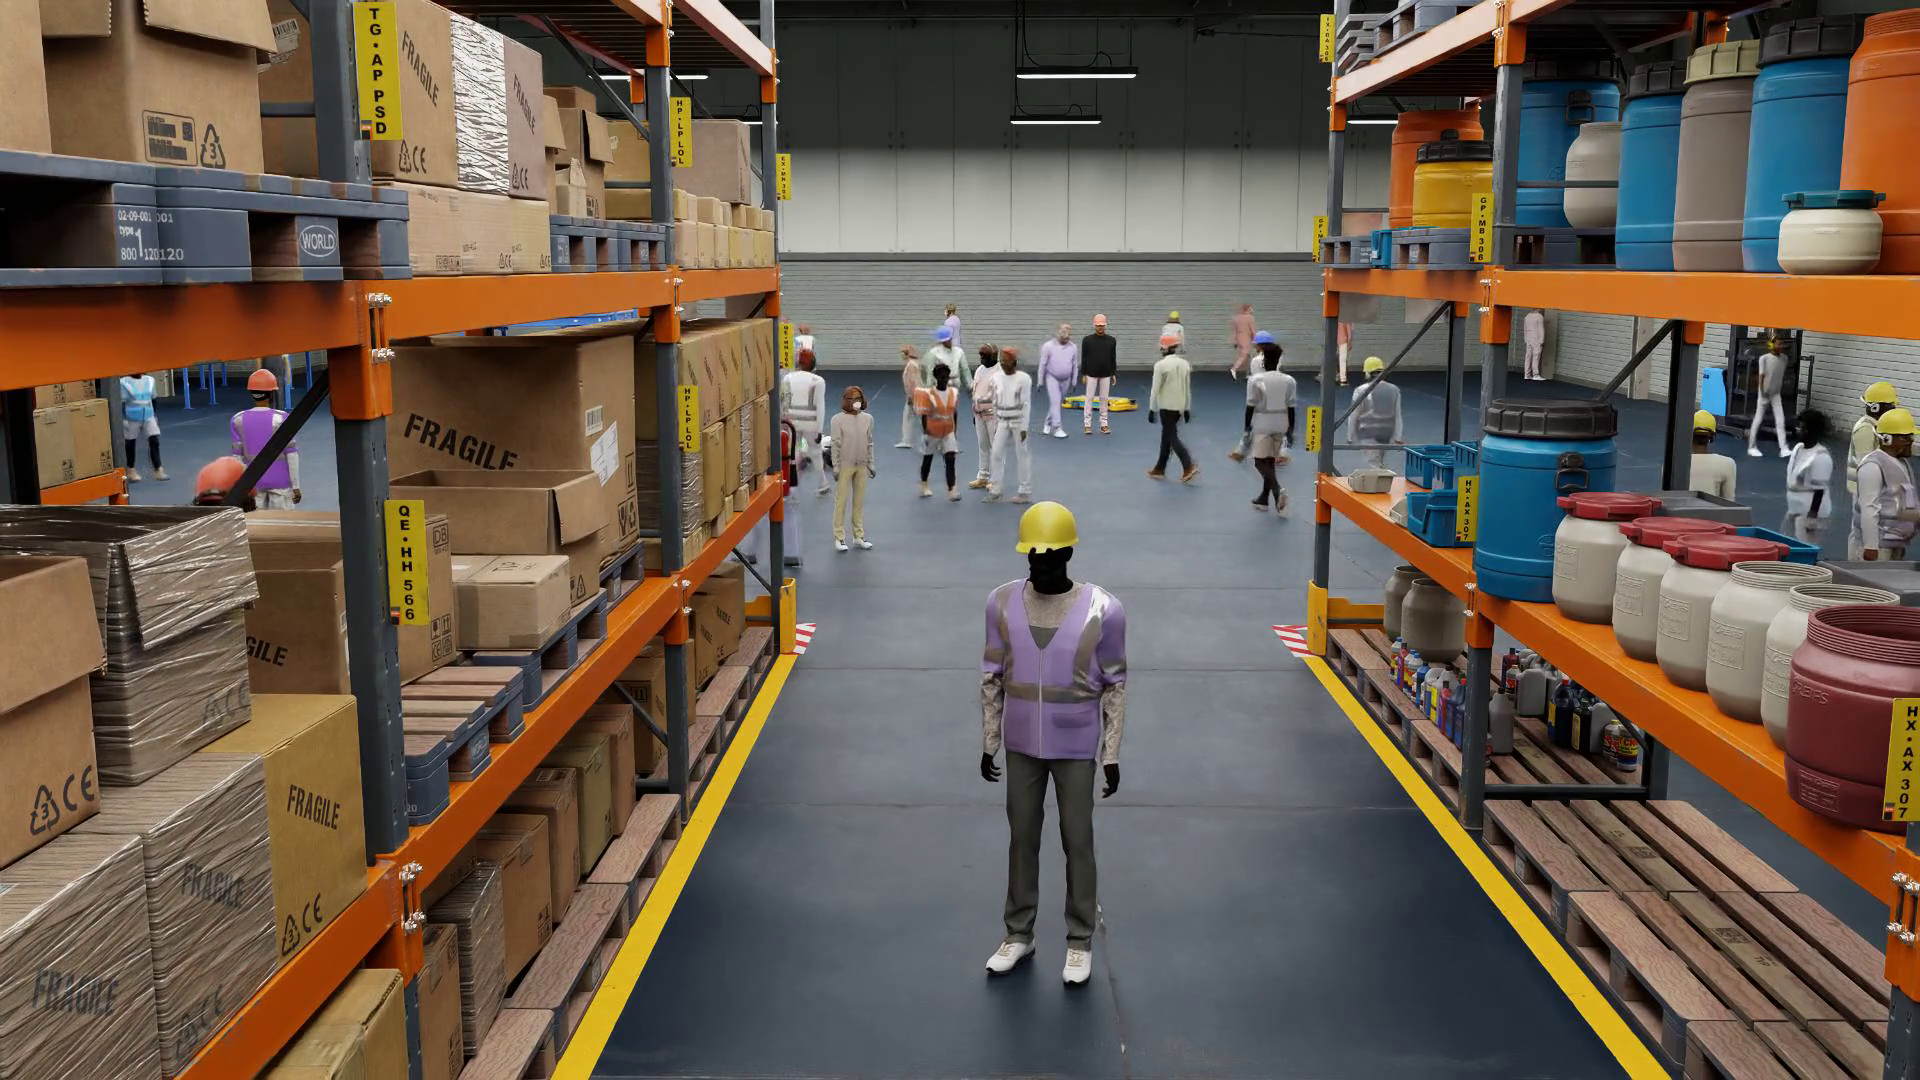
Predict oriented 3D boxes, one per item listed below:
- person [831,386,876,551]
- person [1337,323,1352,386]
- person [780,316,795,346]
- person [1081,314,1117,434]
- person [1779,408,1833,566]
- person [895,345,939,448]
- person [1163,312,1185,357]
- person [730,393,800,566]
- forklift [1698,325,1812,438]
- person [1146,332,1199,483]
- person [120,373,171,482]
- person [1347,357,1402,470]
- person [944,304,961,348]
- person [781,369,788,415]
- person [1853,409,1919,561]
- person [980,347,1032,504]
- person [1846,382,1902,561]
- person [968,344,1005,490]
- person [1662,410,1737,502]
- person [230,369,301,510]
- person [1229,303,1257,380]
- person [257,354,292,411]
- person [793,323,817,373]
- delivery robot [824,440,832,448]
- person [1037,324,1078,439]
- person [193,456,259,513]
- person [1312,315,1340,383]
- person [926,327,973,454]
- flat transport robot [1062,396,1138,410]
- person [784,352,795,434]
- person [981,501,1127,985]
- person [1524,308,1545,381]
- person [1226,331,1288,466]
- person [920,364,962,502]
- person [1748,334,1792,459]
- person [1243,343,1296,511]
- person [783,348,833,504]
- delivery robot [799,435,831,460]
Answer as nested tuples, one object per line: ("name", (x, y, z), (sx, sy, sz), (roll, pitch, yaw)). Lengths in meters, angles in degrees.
("person", (-1.063, -0.721, 16.577), (0.501, 1.633, 0.285), (-7, 12, -36))
("person", (8.830, -4.594, 38.700), (0.612, 1.995, 0.382), (6, 11, 33))
("person", (-3.985, -4.247, 37.688), (0.522, 1.637, 0.310), (-3, 10, -19))
("person", (2.324, -2.772, 27.782), (0.613, 1.995, 0.390), (-2, 10, -9))
("person", (6.898, -0.233, 13.483), (0.425, 1.681, 0.558), (1, 10, 6))
("person", (-0.621, -2.196, 25.540), (0.679, 1.605, 0.581), (-1, 10, -8))
("person", (5.027, -4.494, 38.984), (0.499, 1.689, 0.915), (5, 11, 26))
("person", (-1.845, -0.616, 15.635), (0.767, 1.737, 0.529), (4, 10, 23))
("forklift", (13.248, -3.165, 27.620), (1.129, 2.768, 1.873), (0, 9, 1))
("person", (2.801, -1.740, 21.751), (0.624, 1.960, 0.987), (-8, 12, -39))
("person", (-10.601, -1.566, 21.543), (0.788, 1.659, 0.550), (7, 12, 36))
("person", (4.747, -1.214, 19.133), (0.596, 1.772, 0.951), (-3, 10, -17))
("person", (-0.197, -4.278, 36.974), (0.372, 1.940, 0.632), (3, 10, 18))
("person", (-2.544, -1.842, 22.742), (0.533, 1.828, 0.839), (-6, 11, -31))
("person", (6.540, -0.009, 11.748), (0.598, 1.829, 0.403), (-9, 13, -42))
("person", (0.558, -1.332, 19.567), (0.598, 1.850, 0.816), (7, 12, 35))
("person", (7.860, -0.445, 14.330), (0.404, 1.833, 0.590), (6, 11, 34))
("person", (0.368, -1.557, 20.987), (0.429, 1.838, 0.621), (-8, 12, -38))
("person", (5.439, -0.075, 12.315), (0.523, 1.769, 0.315), (2, 10, 12))
("person", (-5.952, -0.496, 14.321), (0.542, 1.939, 0.362), (0, 9, -3))
("person", (6.914, -4.839, 40.538), (0.832, 1.877, 0.638), (-4, 10, -23))
("person", (-11.779, -2.825, 28.571), (0.551, 1.834, 0.484), (-4, 10, -23))
("person", (-3.168, -3.606, 33.890), (0.516, 1.627, 0.377), (-8, 12, -40))
("delivery robot", (-1.639, -1.419, 23.057), (0.335, 0.223, 0.698), (4, 10, 24))
("person", (1.597, -2.637, 27.409), (0.682, 1.852, 0.968), (-4, 10, -23))
("person", (-3.249, 0.623, 7.463), (0.622, 1.996, 1.064), (1, 10, 4))
("person", (8.727, -4.714, 39.360), (0.957, 2.008, 0.649), (-8, 12, -38))
("person", (-0.108, -2.207, 24.667), (0.629, 1.893, 0.885), (-7, 12, -38))
("flat transport robot", (2.704, -2.691, 32.580), (1.431, 0.197, 0.652), (8, 12, 38))
("person", (-2.932, -2.465, 26.216), (0.910, 1.895, 0.548), (-7, 12, -38))
("person", (0.356, 0.798, 6.600), (0.595, 1.925, 0.370), (4, 10, 20))
("person", (13.967, -4.825, 40.346), (0.404, 1.909, 0.636), (-3, 10, -20))
("person", (4.255, -1.991, 23.422), (0.641, 1.891, 1.021), (-8, 13, -41))
("person", (-0.262, -1.298, 20.001), (0.543, 1.641, 0.893), (-5, 10, -25))
("person", (11.858, -2.090, 24.227), (0.498, 1.810, 0.985), (-2, 10, -10))
("person", (3.569, -1.284, 19.036), (0.619, 1.944, 0.830), (-3, 10, -18))
("person", (-1.850, -1.363, 19.839), (0.594, 1.840, 0.981), (4, 10, 20))
("delivery robot", (-2.090, -1.330, 23.302), (0.477, 0.478, 0.707), (9, 13, 42))
